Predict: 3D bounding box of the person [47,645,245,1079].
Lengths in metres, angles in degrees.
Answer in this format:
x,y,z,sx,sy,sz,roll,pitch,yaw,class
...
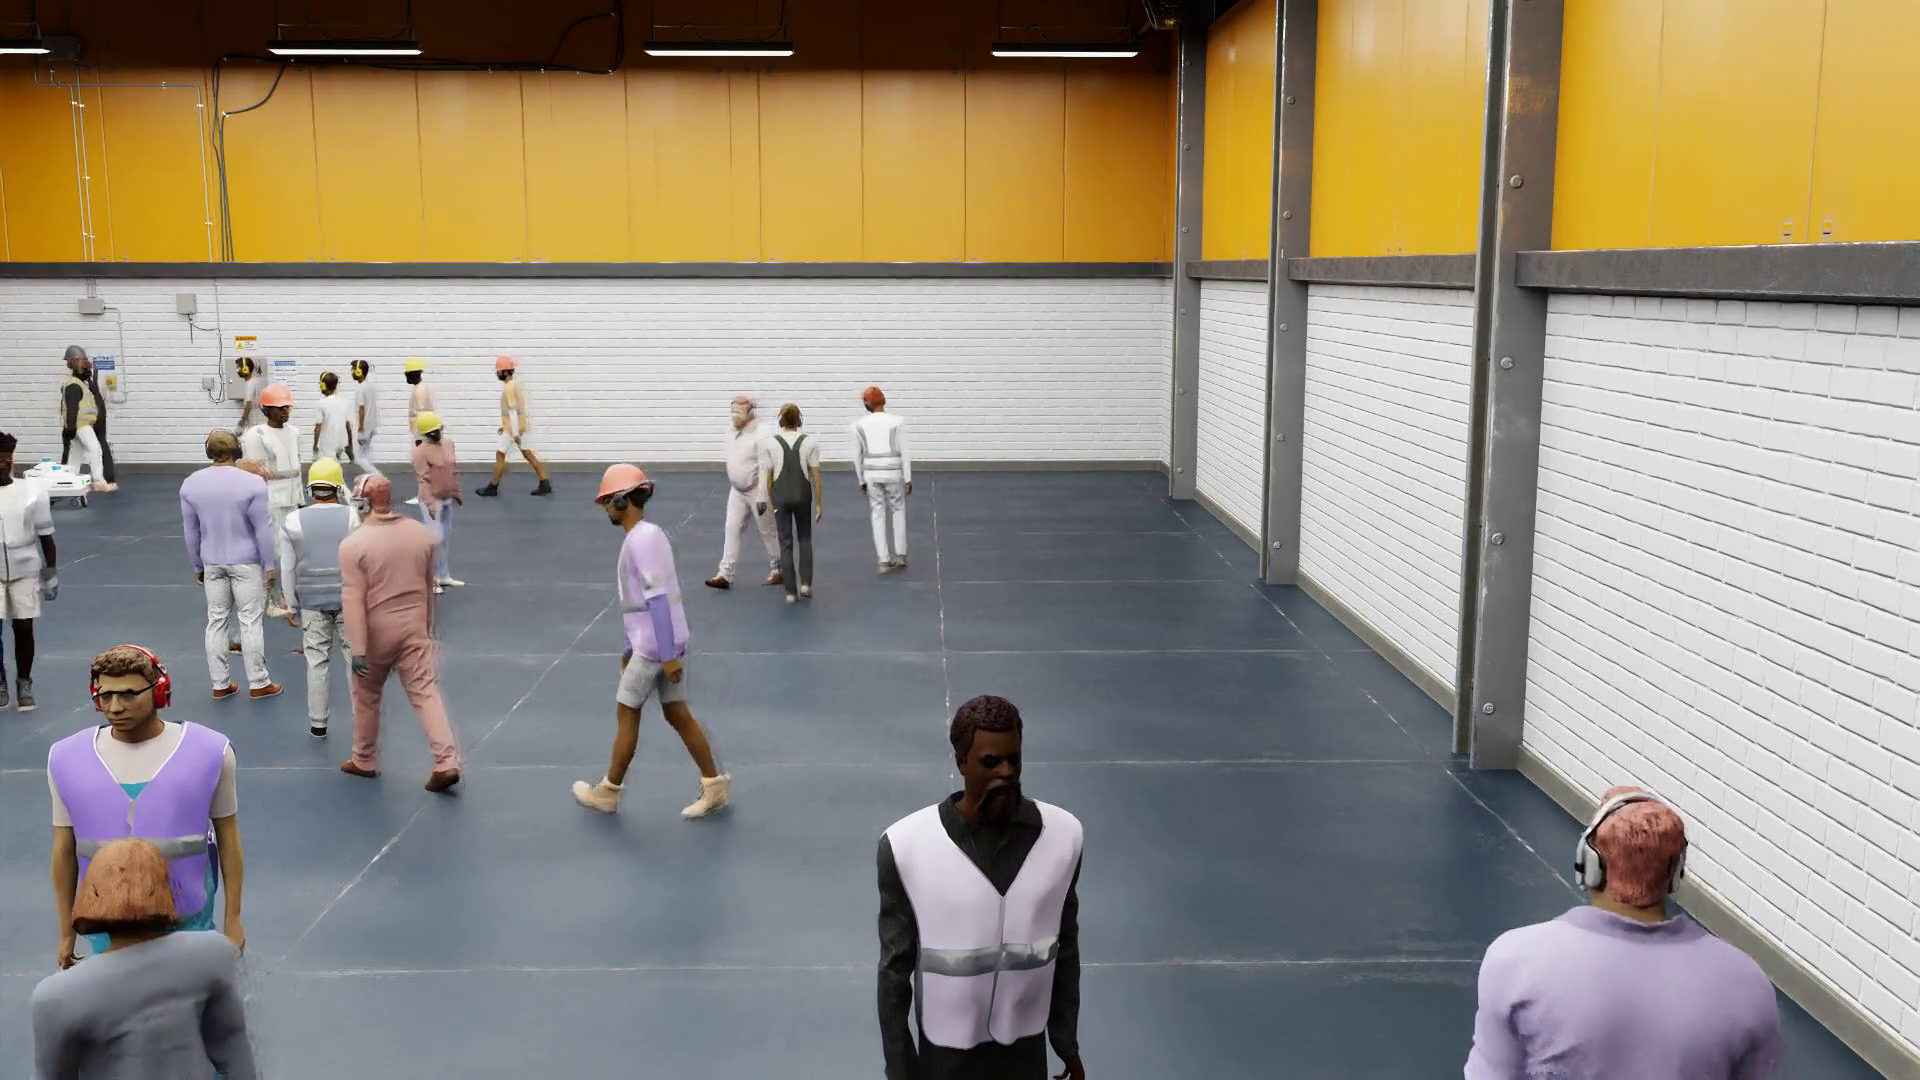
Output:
x,y,z,sx,sy,sz,roll,pitch,yaw,class
-2.649,1.233,5.460,0.570,1.843,0.372,-2,10,-13,person

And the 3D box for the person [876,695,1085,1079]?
x,y,z,sx,sy,sz,roll,pitch,yaw,class
0.061,1.352,4.502,0.593,1.922,0.391,-4,10,-22,person

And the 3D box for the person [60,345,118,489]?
x,y,z,sx,sy,sz,roll,pitch,yaw,class
-12.083,-1.697,22.832,0.957,2.000,0.687,3,10,19,person

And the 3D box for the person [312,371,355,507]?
x,y,z,sx,sy,sz,roll,pitch,yaw,class
-7.436,-1.092,19.767,0.918,1.836,0.529,4,10,25,person

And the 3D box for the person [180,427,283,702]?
x,y,z,sx,sy,sz,roll,pitch,yaw,class
-5.093,0.177,11.650,0.630,1.940,0.372,1,9,3,person

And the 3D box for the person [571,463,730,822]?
x,y,z,sx,sy,sz,roll,pitch,yaw,class
-1.711,0.573,9.157,0.885,1.972,0.649,0,9,1,person

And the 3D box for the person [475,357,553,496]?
x,y,z,sx,sy,sz,roll,pitch,yaw,class
-5.942,-1.500,22.149,1.025,1.887,0.553,0,9,2,person

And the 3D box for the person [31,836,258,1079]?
x,y,z,sx,sy,sz,roll,pitch,yaw,class
-2.134,1.544,4.318,0.827,1.582,0.495,6,11,34,person

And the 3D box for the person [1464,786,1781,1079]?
x,y,z,sx,sy,sz,roll,pitch,yaw,class
1.449,1.483,3.773,0.681,1.892,0.424,1,9,6,person

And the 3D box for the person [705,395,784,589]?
x,y,z,sx,sy,sz,roll,pitch,yaw,class
-2.023,-0.439,15.683,0.660,1.850,0.999,7,12,38,person

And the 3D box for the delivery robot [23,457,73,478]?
x,y,z,sx,sy,sz,roll,pitch,yaw,class
-12.001,-0.850,21.894,0.477,0.478,0.707,0,9,-2,delivery robot

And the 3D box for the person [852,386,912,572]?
x,y,z,sx,sy,sz,roll,pitch,yaw,class
-0.768,-0.624,16.806,0.626,1.856,0.661,1,9,8,person

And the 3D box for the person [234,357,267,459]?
x,y,z,sx,sy,sz,roll,pitch,yaw,class
-9.671,-1.548,22.557,0.728,1.839,0.488,-4,10,-25,person

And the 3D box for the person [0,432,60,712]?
x,y,z,sx,sy,sz,roll,pitch,yaw,class
-6.485,0.224,11.320,0.629,1.948,0.455,-6,11,-34,person

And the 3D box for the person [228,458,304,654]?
x,y,z,sx,sy,sz,roll,pitch,yaw,class
-5.434,0.137,12.992,0.867,1.565,0.531,-4,10,-24,person

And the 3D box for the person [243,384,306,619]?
x,y,z,sx,sy,sz,roll,pitch,yaw,class
-5.919,-0.342,14.514,0.397,2.043,0.610,3,10,20,person

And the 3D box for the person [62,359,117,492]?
x,y,z,sx,sy,sz,roll,pitch,yaw,class
-11.817,-1.548,22.587,0.769,1.810,0.641,-4,10,-21,person

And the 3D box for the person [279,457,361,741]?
x,y,z,sx,sy,sz,roll,pitch,yaw,class
-4.044,0.381,10.724,0.595,1.832,0.404,-3,10,-17,person

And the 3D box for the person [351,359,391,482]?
x,y,z,sx,sy,sz,roll,pitch,yaw,class
-7.837,-1.455,21.928,0.446,1.850,0.545,0,9,-3,person

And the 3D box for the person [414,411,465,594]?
x,y,z,sx,sy,sz,roll,pitch,yaw,class
-4.913,-0.362,15.624,0.364,1.722,0.579,3,10,17,person

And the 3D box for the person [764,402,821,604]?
x,y,z,sx,sy,sz,roll,pitch,yaw,class
-1.526,-0.339,15.169,0.508,1.822,0.575,-1,9,-7,person

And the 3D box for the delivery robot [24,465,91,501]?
x,y,z,sx,sy,sz,roll,pitch,yaw,class
-11.382,-0.702,20.988,0.707,0.478,0.477,-2,9,-13,delivery robot

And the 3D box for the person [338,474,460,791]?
x,y,z,sx,sy,sz,roll,pitch,yaw,class
-3.304,0.538,9.694,0.997,1.862,0.648,7,12,38,person

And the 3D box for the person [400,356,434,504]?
x,y,z,sx,sy,sz,roll,pitch,yaw,class
-6.947,-1.409,21.443,0.465,1.911,0.610,-3,10,-15,person
